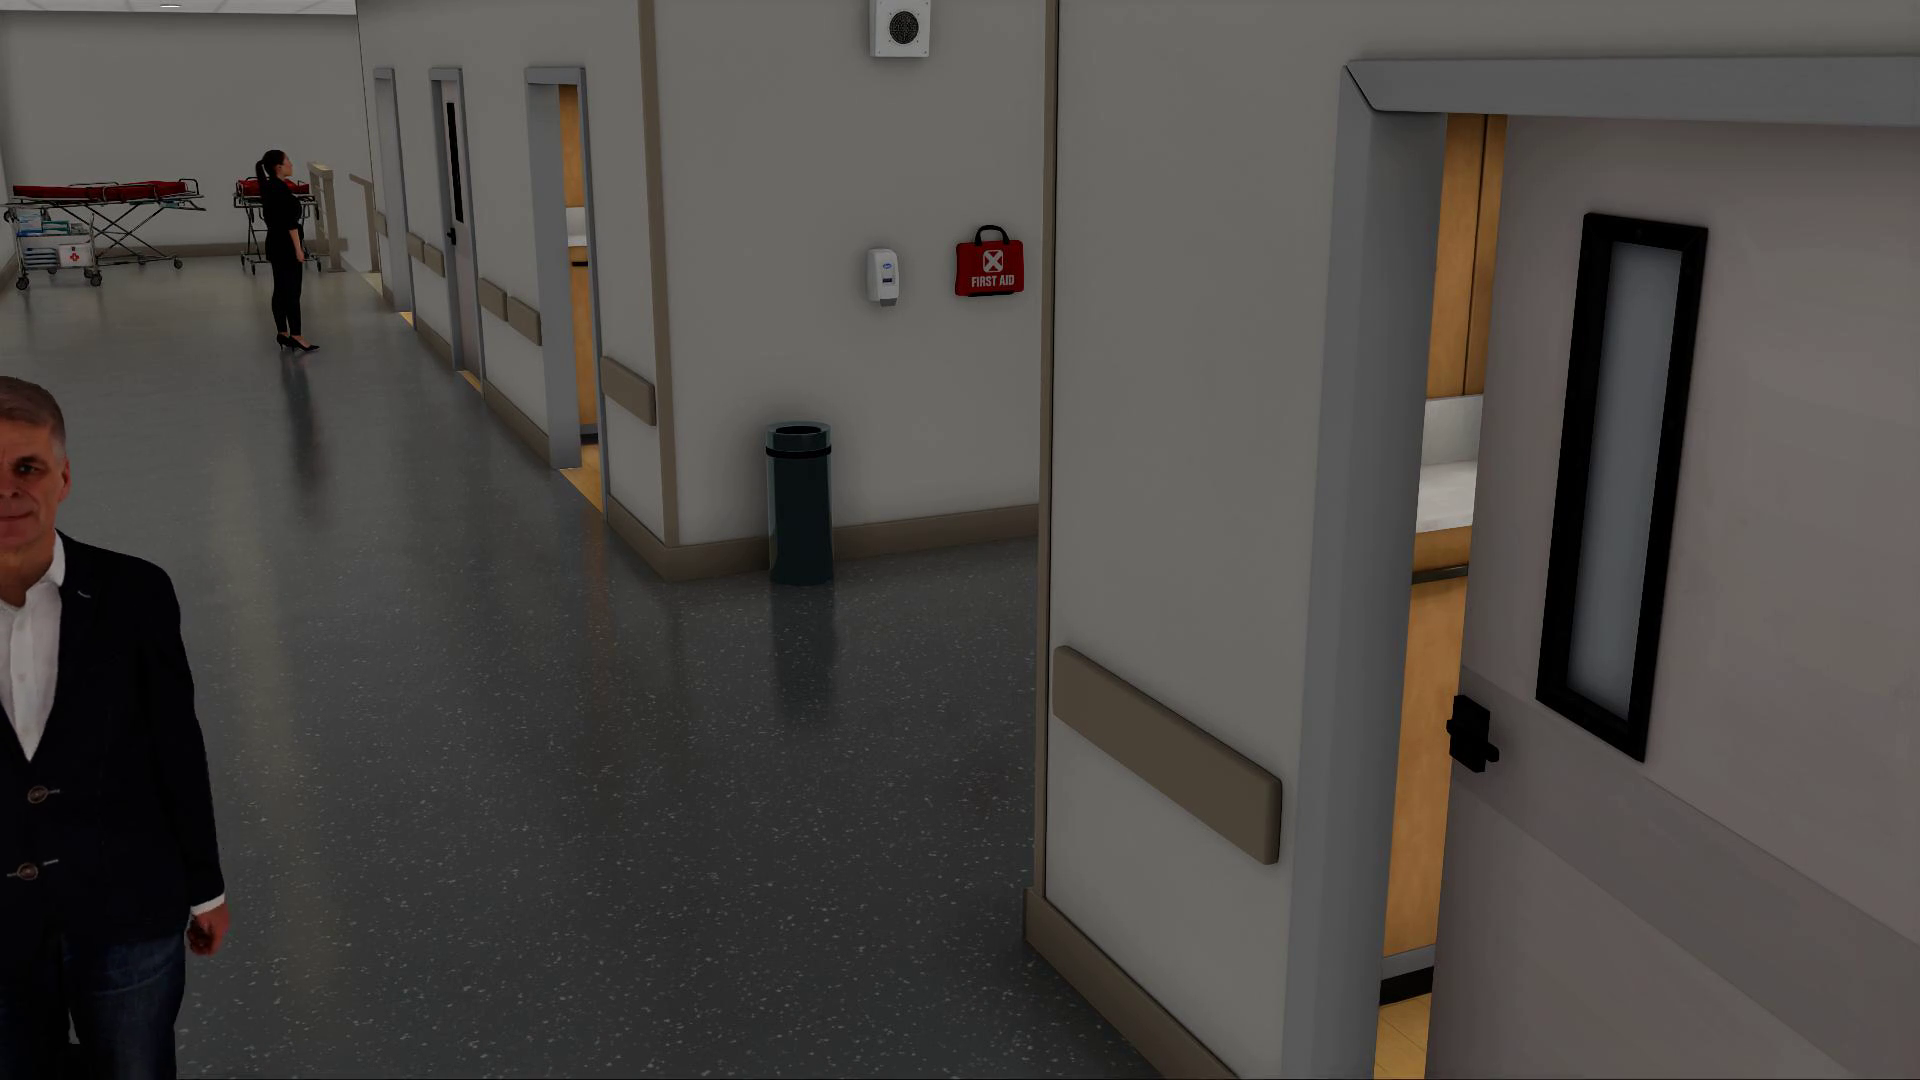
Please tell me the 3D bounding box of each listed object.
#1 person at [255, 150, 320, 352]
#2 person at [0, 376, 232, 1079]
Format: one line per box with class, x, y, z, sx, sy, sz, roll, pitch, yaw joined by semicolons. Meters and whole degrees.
person;-5.686;-2.432;13.981;0.616;1.662;0.735;14;21;41
person;-1.605;0.600;2.979;0.752;1.796;1.081;-6;17;-19
